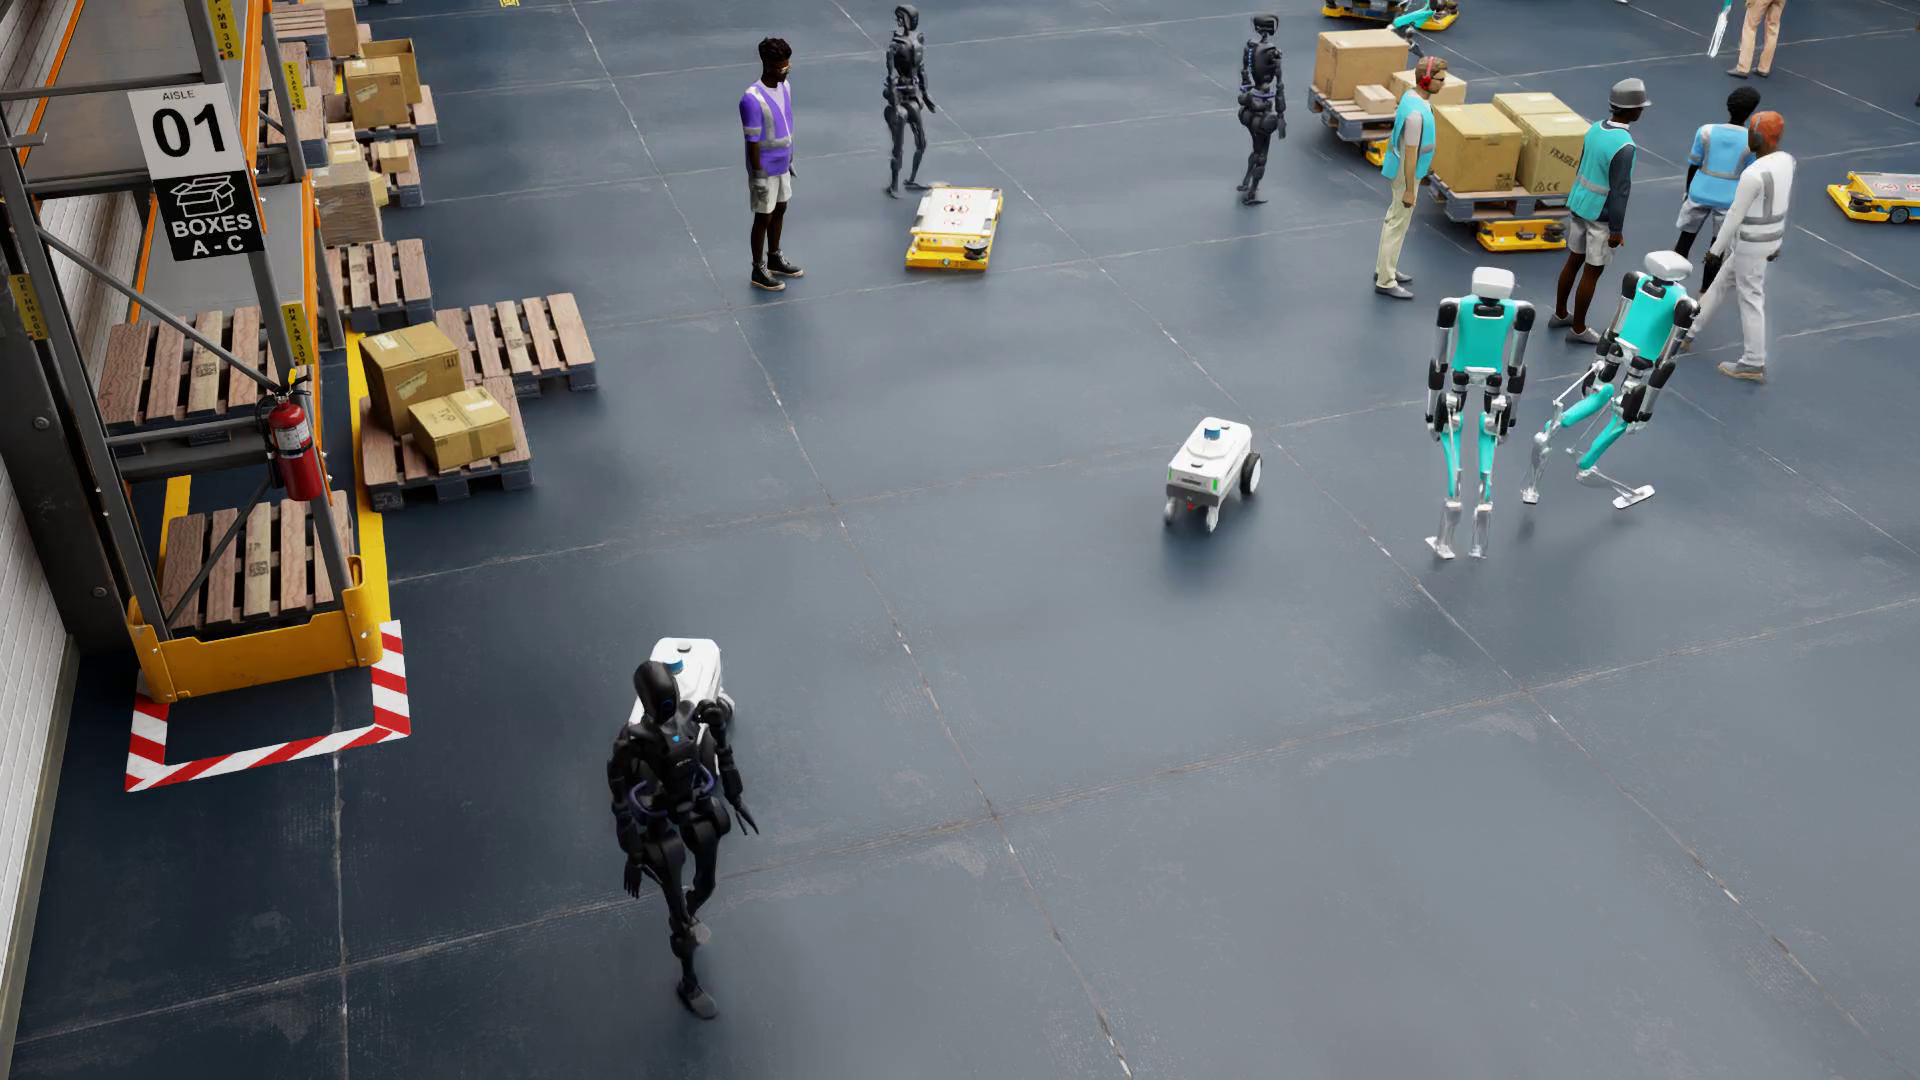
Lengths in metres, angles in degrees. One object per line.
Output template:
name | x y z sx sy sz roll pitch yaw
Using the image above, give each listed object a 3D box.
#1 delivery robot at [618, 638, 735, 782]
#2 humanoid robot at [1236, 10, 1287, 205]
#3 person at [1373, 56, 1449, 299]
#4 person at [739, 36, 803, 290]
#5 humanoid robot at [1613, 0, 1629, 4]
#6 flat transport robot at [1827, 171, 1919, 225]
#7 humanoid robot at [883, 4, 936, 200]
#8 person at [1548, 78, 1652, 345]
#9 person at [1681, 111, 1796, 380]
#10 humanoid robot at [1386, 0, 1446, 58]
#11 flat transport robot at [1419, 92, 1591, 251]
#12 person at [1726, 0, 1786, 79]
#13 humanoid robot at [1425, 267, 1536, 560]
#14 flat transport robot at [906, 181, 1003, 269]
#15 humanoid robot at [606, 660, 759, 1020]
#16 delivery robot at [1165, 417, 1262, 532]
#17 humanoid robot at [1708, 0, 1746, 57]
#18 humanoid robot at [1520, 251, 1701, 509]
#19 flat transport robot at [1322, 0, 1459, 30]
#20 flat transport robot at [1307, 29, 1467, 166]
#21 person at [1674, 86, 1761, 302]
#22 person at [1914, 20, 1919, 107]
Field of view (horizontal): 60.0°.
delivery robot | -1.418 0.847 8.309 0.499 0.607 0.778 2 33 2
humanoid robot | 2.580 -3.693 14.229 0.346 1.648 0.599 -15 36 -21
person | 3.392 -2.765 12.659 0.373 1.840 0.568 7 34 10
person | -1.425 -2.879 12.743 0.410 1.949 0.598 14 36 21
humanoid robot | 7.833 -7.330 19.764 0.536 1.762 0.901 1 33 1
flat transport robot | 8.350 -2.936 14.362 1.431 0.231 0.659 4 33 6
humanoid robot | -0.455 -3.804 14.403 0.325 1.656 0.600 19 38 27
person | 4.575 -2.352 11.937 0.415 1.938 0.568 -6 34 -8
person | 5.435 -2.080 11.604 0.935 1.836 0.556 27 42 35
humanoid robot | 4.704 -5.558 17.066 0.902 1.761 0.531 3 33 5
flat transport robot | 4.586 -2.827 14.195 0.659 0.231 1.431 -3 33 -5
person | 8.365 -5.635 17.222 0.505 1.664 0.403 -8 34 -12
humanoid robot | 2.919 -0.605 9.476 0.531 1.829 0.663 5 33 7
flat transport robot | -0.031 -2.634 13.898 0.659 0.231 1.431 4 33 5
humanoid robot | -1.120 1.161 6.817 0.609 1.644 0.614 -24 40 -32
delivery robot | 1.548 -0.457 10.301 0.499 0.599 0.784 15 36 21
humanoid robot | 8.452 -6.100 17.930 0.532 1.811 0.792 10 34 15
humanoid robot | 3.742 -0.825 9.798 1.062 1.717 0.534 -14 35 -20
flat transport robot | 5.008 -6.175 19.329 1.431 0.231 0.659 17 37 24
flat transport robot | 4.022 -3.890 15.825 0.659 0.231 1.431 -6 34 -8
person | 5.687 -2.564 12.495 0.534 1.687 0.319 22 39 29
person | 9.619 -5.052 16.127 0.548 1.890 0.973 21 38 29
